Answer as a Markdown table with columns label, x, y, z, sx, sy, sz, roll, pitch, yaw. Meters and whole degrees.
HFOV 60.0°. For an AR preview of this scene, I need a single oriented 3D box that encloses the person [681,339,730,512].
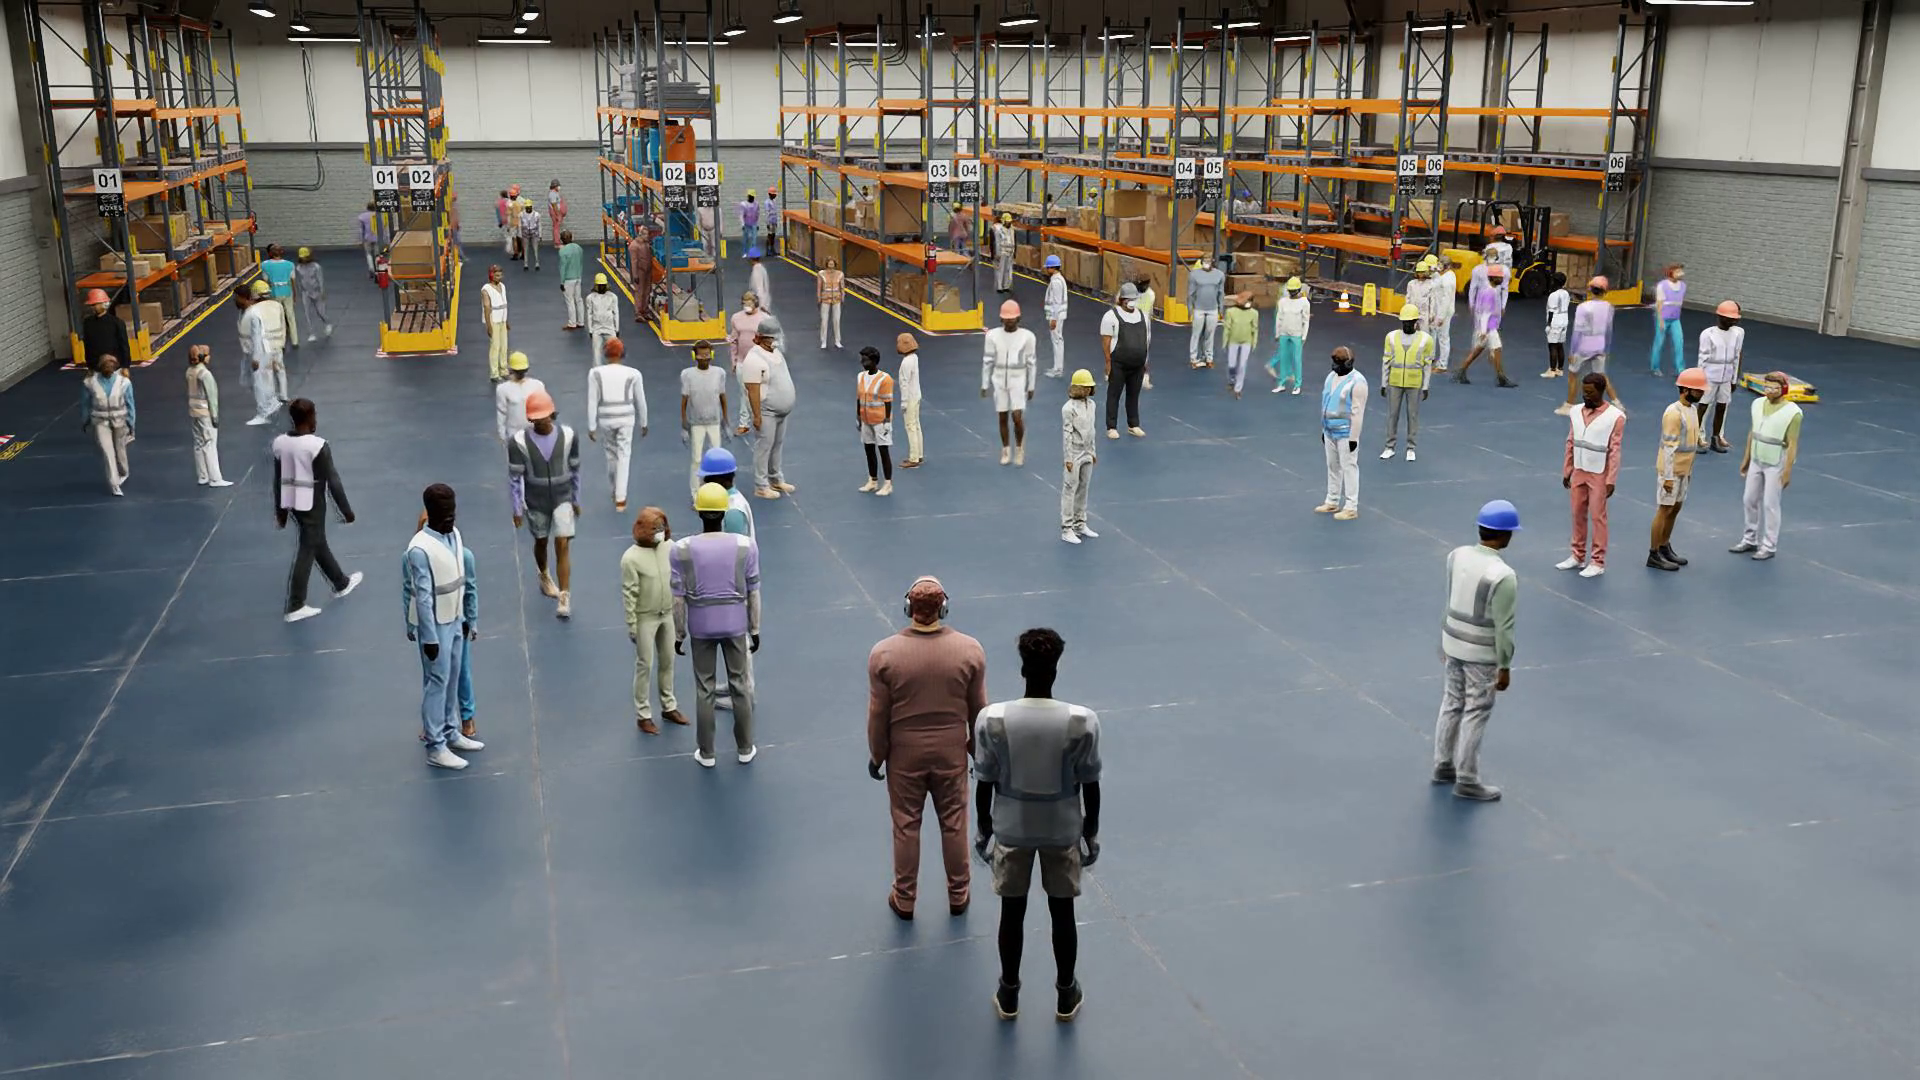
| label | x | y | z | sx | sy | sz | roll | pitch | yaw |
| --- | --- | --- | --- | --- | --- | --- | --- | --- | --- |
| person | -2.748 | -1.239 | 17.938 | 0.533 | 1.866 | 0.313 | -5 | 16 | -19 |

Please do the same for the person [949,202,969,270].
| label | x | y | z | sx | sy | sz | roll | pitch | yaw |
| --- | --- | --- | --- | --- | --- | --- | --- | --- | --- |
| person | -0.039 | -7.880 | 43.150 | 0.528 | 1.748 | 0.407 | -6 | 16 | -21 |

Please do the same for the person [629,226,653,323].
| label | x | y | z | sx | sy | sz | roll | pitch | yaw |
| --- | --- | --- | --- | --- | --- | --- | --- | --- | --- |
| person | -6.307 | -5.285 | 33.116 | 0.401 | 1.893 | 0.652 | 5 | 16 | 19 |

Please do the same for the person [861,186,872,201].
| label | x | y | z | sx | sy | sz | roll | pitch | yaw |
| --- | --- | --- | --- | --- | --- | --- | --- | --- | --- |
| person | -2.757 | -9.546 | 49.218 | 0.514 | 1.856 | 0.357 | 12 | 19 | 39 |

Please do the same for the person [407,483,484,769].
| label | x | y | z | sx | sy | sz | roll | pitch | yaw |
| --- | --- | --- | --- | --- | --- | --- | --- | --- | --- |
| person | -3.459 | 0.555 | 11.085 | 0.386 | 1.916 | 0.590 | 1 | 15 | 5 |

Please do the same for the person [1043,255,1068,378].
| label | x | y | z | sx | sy | sz | roll | pitch | yaw |
| --- | --- | --- | --- | --- | --- | --- | --- | --- | --- |
| person | 1.514 | -3.572 | 26.559 | 0.405 | 1.943 | 0.613 | 2 | 15 | 6 |

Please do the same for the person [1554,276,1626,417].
| label | x | y | z | sx | sy | sz | roll | pitch | yaw |
| --- | --- | --- | --- | --- | --- | --- | --- | --- | --- |
| person | 8.759 | -2.643 | 22.996 | 0.658 | 2.003 | 0.859 | -7 | 16 | -24 |

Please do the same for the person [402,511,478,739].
| label | x | y | z | sx | sy | sz | roll | pitch | yaw |
| --- | --- | --- | --- | --- | --- | --- | --- | --- | --- |
| person | -3.592 | 0.580 | 11.535 | 0.502 | 1.633 | 0.280 | -2 | 15 | -7 |

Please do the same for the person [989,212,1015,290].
| label | x | y | z | sx | sy | sz | roll | pitch | yaw |
| --- | --- | --- | --- | --- | --- | --- | --- | --- | --- |
| person | 0.991 | -6.645 | 38.375 | 0.636 | 1.824 | 0.680 | -5 | 16 | -18 |

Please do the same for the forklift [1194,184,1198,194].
| label | x | y | z | sx | sy | sz | roll | pitch | yaw |
| --- | --- | --- | --- | --- | --- | --- | --- | --- | --- |
| forklift | 7.392 | -11.333 | 53.972 | 1.873 | 2.768 | 1.129 | -4 | 15 | -15 |

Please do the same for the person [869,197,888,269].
| label | x | y | z | sx | sy | sz | roll | pitch | yaw |
| --- | --- | --- | --- | --- | --- | --- | --- | --- | --- |
| person | -2.119 | -7.971 | 43.248 | 0.546 | 1.874 | 0.645 | -1 | 15 | -4 |

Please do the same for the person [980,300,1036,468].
| label | x | y | z | sx | sy | sz | roll | pitch | yaw |
| --- | --- | --- | --- | --- | --- | --- | --- | --- | --- |
| person | 0.570 | -1.861 | 19.986 | 0.634 | 2.021 | 0.663 | 4 | 15 | 13 |

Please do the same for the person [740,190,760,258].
| label | x | y | z | sx | sy | sz | roll | pitch | yaw |
| --- | --- | --- | --- | --- | --- | --- | --- | --- | --- |
| person | -5.850 | -8.797 | 46.332 | 0.621 | 1.881 | 0.769 | -7 | 17 | -25 |

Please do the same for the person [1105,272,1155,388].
| label | x | y | z | sx | sy | sz | roll | pitch | yaw |
| --- | --- | --- | --- | --- | --- | --- | --- | --- | --- |
| person | 2.661 | -3.289 | 25.824 | 0.652 | 1.791 | 0.973 | -6 | 16 | -21 |

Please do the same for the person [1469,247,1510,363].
| label | x | y | z | sx | sy | sz | roll | pitch | yaw |
| --- | --- | --- | --- | --- | --- | --- | --- | --- | --- |
| person | 8.880 | -3.948 | 27.991 | 0.635 | 1.937 | 0.360 | 5 | 16 | 18 |

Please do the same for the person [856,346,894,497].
| label | x | y | z | sx | sy | sz | roll | pitch | yaw |
| --- | --- | --- | --- | --- | --- | --- | --- | --- | --- |
| person | -0.956 | -1.336 | 18.647 | 0.540 | 1.687 | 0.321 | 13 | 20 | 40 |

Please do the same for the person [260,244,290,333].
| label | x | y | z | sx | sy | sz | roll | pitch | yaw |
| --- | --- | --- | --- | --- | --- | --- | --- | --- | --- |
| person | -12.904 | -4.727 | 31.383 | 0.541 | 1.695 | 0.315 | -14 | 21 | -43 |

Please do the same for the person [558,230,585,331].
| label | x | y | z | sx | sy | sz | roll | pitch | yaw |
| --- | --- | --- | --- | --- | --- | --- | --- | --- | --- |
| person | -7.445 | -4.964 | 31.839 | 0.377 | 1.929 | 0.633 | 7 | 16 | 25 |

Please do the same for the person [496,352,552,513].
| label | x | y | z | sx | sy | sz | roll | pitch | yaw |
| --- | --- | --- | --- | --- | --- | --- | --- | --- | --- |
| person | -4.693 | -1.170 | 17.951 | 0.539 | 1.715 | 0.909 | -8 | 17 | -27 |

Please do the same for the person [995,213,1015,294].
| label | x | y | z | sx | sy | sz | roll | pitch | yaw |
| --- | --- | --- | --- | --- | --- | --- | --- | --- | --- |
| person | 1.047 | -6.529 | 37.904 | 0.403 | 1.830 | 0.598 | 12 | 19 | 38 |

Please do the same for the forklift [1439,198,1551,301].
| label | x | y | z | sx | sy | sz | roll | pitch | yaw |
| --- | --- | --- | --- | --- | --- | --- | --- | --- | --- |
| forklift | 11.913 | -6.508 | 37.130 | 2.313 | 2.155 | 1.214 | -4 | 15 | -15 |

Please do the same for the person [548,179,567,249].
| label | x | y | z | sx | sy | sz | roll | pitch | yaw |
| --- | --- | --- | --- | --- | --- | --- | --- | --- | --- |
| person | -11.931 | -9.687 | 49.387 | 0.537 | 2.000 | 0.682 | -4 | 15 | -14 |

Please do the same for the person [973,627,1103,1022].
| label | x | y | z | sx | sy | sz | roll | pitch | yaw |
| --- | --- | --- | --- | --- | --- | --- | --- | --- | --- |
| person | 0.372 | 1.364 | 7.947 | 0.612 | 1.963 | 0.361 | 1 | 15 | 4 |

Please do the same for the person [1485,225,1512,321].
| label | x | y | z | sx | sy | sz | roll | pitch | yaw |
| --- | --- | --- | --- | --- | --- | --- | --- | --- | --- |
| person | 10.646 | -5.269 | 33.008 | 0.599 | 1.913 | 0.568 | -13 | 20 | -41 |

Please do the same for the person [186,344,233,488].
| label | x | y | z | sx | sy | sz | roll | pitch | yaw |
| --- | --- | --- | --- | --- | --- | --- | --- | --- | --- |
| person | -8.651 | -1.422 | 19.047 | 0.515 | 1.638 | 0.315 | 12 | 19 | 39 |

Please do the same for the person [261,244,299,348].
| label | x | y | z | sx | sy | sz | roll | pitch | yaw |
| --- | --- | --- | --- | --- | --- | --- | --- | --- | --- |
| person | -12.055 | -4.312 | 29.537 | 0.565 | 1.846 | 0.388 | -9 | 17 | -30 |

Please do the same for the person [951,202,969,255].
| label | x | y | z | sx | sy | sz | roll | pitch | yaw |
| --- | --- | --- | --- | --- | --- | --- | --- | --- | --- |
| person | -0.021 | -8.164 | 44.316 | 0.546 | 1.682 | 0.372 | -4 | 16 | -16 |

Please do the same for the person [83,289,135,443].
| label | x | y | z | sx | sy | sz | roll | pitch | yaw |
| --- | --- | --- | --- | --- | --- | --- | --- | --- | --- |
| person | -11.000 | -2.239 | 21.448 | 0.624 | 1.992 | 0.386 | 3 | 15 | 11 |

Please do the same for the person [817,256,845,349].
| label | x | y | z | sx | sy | sz | roll | pitch | yaw |
| --- | --- | --- | --- | --- | --- | --- | --- | --- | --- |
| person | -2.304 | -4.242 | 29.671 | 0.510 | 1.639 | 0.308 | -4 | 15 | -15 |

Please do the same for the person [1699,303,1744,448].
| label | x | y | z | sx | sy | sz | roll | pitch | yaw |
| --- | --- | --- | --- | --- | --- | --- | --- | --- | --- |
| person | 9.687 | -2.096 | 21.178 | 0.509 | 1.862 | 0.333 | -2 | 15 | -6 |

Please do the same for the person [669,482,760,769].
| label | x | y | z | sx | sy | sz | roll | pitch | yaw |
| --- | --- | --- | --- | --- | --- | --- | --- | --- | --- |
| person | -1.615 | 0.568 | 11.015 | 0.589 | 1.927 | 0.388 | -3 | 15 | -12 |

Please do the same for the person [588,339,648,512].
| label | x | y | z | sx | sy | sz | roll | pitch | yaw |
| --- | --- | --- | --- | --- | --- | --- | --- | --- | --- |
| person | -3.718 | -1.287 | 18.171 | 0.606 | 1.829 | 0.990 | -1 | 15 | -3 |

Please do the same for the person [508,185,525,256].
| label | x | y | z | sx | sy | sz | roll | pitch | yaw |
| --- | --- | --- | --- | --- | --- | --- | --- | --- | --- |
| person | -12.517 | -9.017 | 47.010 | 0.470 | 1.975 | 0.619 | -14 | 20 | -43 |

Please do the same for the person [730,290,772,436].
| label | x | y | z | sx | sy | sz | roll | pitch | yaw |
| --- | --- | --- | --- | --- | --- | --- | --- | --- | --- |
| person | -2.731 | -2.314 | 21.852 | 0.628 | 1.935 | 0.373 | 4 | 16 | 16 |

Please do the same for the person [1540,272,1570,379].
| label | x | y | z | sx | sy | sz | roll | pitch | yaw |
| --- | --- | --- | --- | --- | --- | --- | --- | --- | --- |
| person | 9.493 | -3.416 | 26.469 | 0.322 | 1.689 | 0.531 | 14 | 20 | 41 |

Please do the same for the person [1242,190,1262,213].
| label | x | y | z | sx | sy | sz | roll | pitch | yaw |
| --- | --- | --- | --- | --- | --- | --- | --- | --- | --- |
| person | 8.081 | -8.704 | 45.957 | 0.643 | 1.895 | 0.548 | 8 | 17 | 28 |

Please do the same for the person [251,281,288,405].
| label | x | y | z | sx | sy | sz | roll | pitch | yaw |
| --- | --- | --- | --- | --- | --- | --- | --- | --- | --- |
| person | -9.979 | -2.808 | 23.938 | 0.420 | 1.820 | 0.613 | 7 | 16 | 25 |

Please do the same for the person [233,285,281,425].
| label | x | y | z | sx | sy | sz | roll | pitch | yaw |
| --- | --- | --- | --- | --- | --- | --- | --- | --- | --- |
| person | -9.638 | -2.528 | 22.707 | 0.456 | 1.906 | 0.605 | -13 | 19 | -40 |

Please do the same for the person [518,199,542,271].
| label | x | y | z | sx | sy | sz | roll | pitch | yaw |
| --- | --- | --- | --- | --- | --- | --- | --- | --- | --- |
| person | -11.105 | -7.873 | 42.961 | 0.586 | 1.833 | 0.403 | -3 | 15 | -11 |
